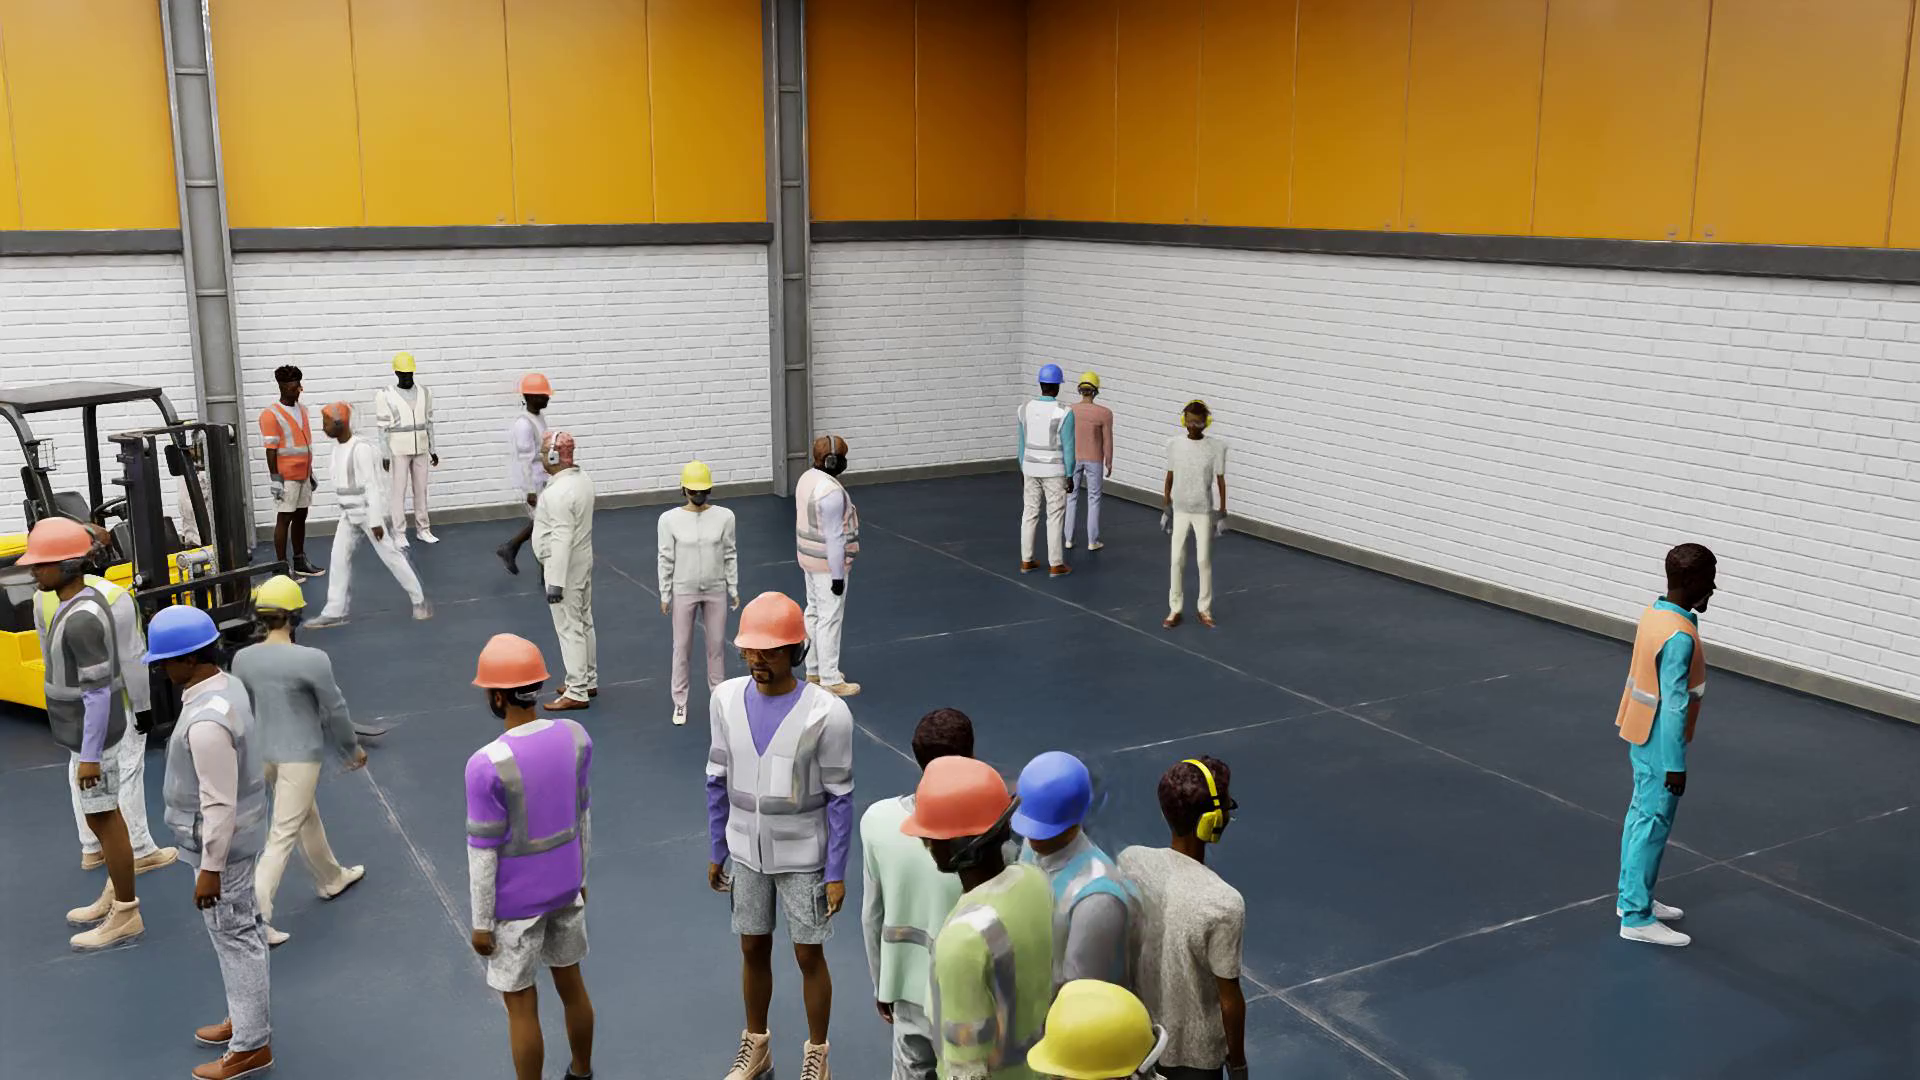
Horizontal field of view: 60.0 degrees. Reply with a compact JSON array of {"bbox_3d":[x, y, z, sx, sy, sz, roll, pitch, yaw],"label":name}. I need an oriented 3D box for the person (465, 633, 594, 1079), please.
[{"bbox_3d":[-1.605,1.290,6.177,0.387,1.930,0.544,8,15,34],"label":"person"}]

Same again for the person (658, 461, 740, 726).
[{"bbox_3d":[-1.718,0.347,10.986,0.534,1.765,0.323,-4,13,-20],"label":"person"}]

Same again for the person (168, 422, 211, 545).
[{"bbox_3d":[-5.908,-0.054,12.919,0.492,1.742,0.318,9,15,36],"label":"person"}]

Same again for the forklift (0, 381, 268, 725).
[{"bbox_3d":[-5.853,0.085,11.199,2.313,2.155,1.214,7,14,28],"label":"forklift"}]

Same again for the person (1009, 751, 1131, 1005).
[{"bbox_3d":[0.360,1.530,5.203,0.996,1.883,0.607,-5,13,-22],"label":"person"}]

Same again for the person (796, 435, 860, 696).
[{"bbox_3d":[-0.919,0.177,11.634,0.429,1.835,0.618,-5,13,-21],"label":"person"}]

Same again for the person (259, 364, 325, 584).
[{"bbox_3d":[-6.000,-0.601,14.954,0.365,1.962,0.613,2,12,11],"label":"person"}]

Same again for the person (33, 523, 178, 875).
[{"bbox_3d":[-4.405,0.821,8.581,0.627,1.845,0.429,4,13,20],"label":"person"}]

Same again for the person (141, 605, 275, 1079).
[{"bbox_3d":[-2.955,1.195,6.606,0.402,1.937,0.604,-4,13,-19],"label":"person"}]

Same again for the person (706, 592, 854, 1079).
[{"bbox_3d":[-0.701,1.193,6.353,0.607,2.048,0.370,4,13,20],"label":"person"}]

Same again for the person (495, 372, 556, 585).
[{"bbox_3d":[-3.814,-0.535,14.758,0.660,1.918,0.548,1,12,4],"label":"person"}]

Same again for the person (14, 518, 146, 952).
[{"bbox_3d":[-4.092,0.898,7.747,0.382,2.040,0.616,-6,14,-28],"label":"person"}]

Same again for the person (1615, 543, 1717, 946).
[{"bbox_3d":[3.301,0.948,7.835,0.397,1.911,0.588,3,12,14],"label":"person"}]

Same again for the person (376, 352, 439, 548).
[{"bbox_3d":[-5.435,-0.895,16.424,0.369,1.925,0.594,11,16,42],"label":"person"}]

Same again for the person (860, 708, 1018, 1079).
[{"bbox_3d":[-0.055,1.473,5.353,0.592,1.917,0.389,8,15,34],"label":"person"}]

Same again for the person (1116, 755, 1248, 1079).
[{"bbox_3d":[0.678,1.556,5.075,0.310,1.869,0.531,-10,16,-40],"label":"person"}]

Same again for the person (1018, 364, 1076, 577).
[{"bbox_3d":[0.799,-0.636,15.199,0.603,1.938,0.425,9,15,35],"label":"person"}]

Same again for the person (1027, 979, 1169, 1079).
[{"bbox_3d":[0.326,1.849,3.800,0.403,1.827,0.586,3,12,12],"label":"person"}]

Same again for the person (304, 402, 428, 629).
[{"bbox_3d":[-4.814,-0.209,13.463,0.628,1.839,0.946,11,16,43],"label":"person"}]

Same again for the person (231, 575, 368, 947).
[{"bbox_3d":[-3.203,1.026,7.932,0.527,1.713,0.943,5,13,21],"label":"person"}]

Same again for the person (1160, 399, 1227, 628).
[{"bbox_3d":[1.874,-0.204,13.381,0.537,1.855,0.405,4,13,18],"label":"person"}]

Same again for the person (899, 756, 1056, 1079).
[{"bbox_3d":[0.003,1.562,4.707,0.777,2.008,0.651,6,13,26],"label":"person"}]

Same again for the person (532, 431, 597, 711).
[{"bbox_3d":[-2.696,0.205,11.317,0.404,1.906,0.652,0,12,2],"label":"person"}]

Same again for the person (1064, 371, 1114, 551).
[{"bbox_3d":[1.236,-0.769,16.244,0.532,1.756,0.344,4,13,16],"label":"person"}]
